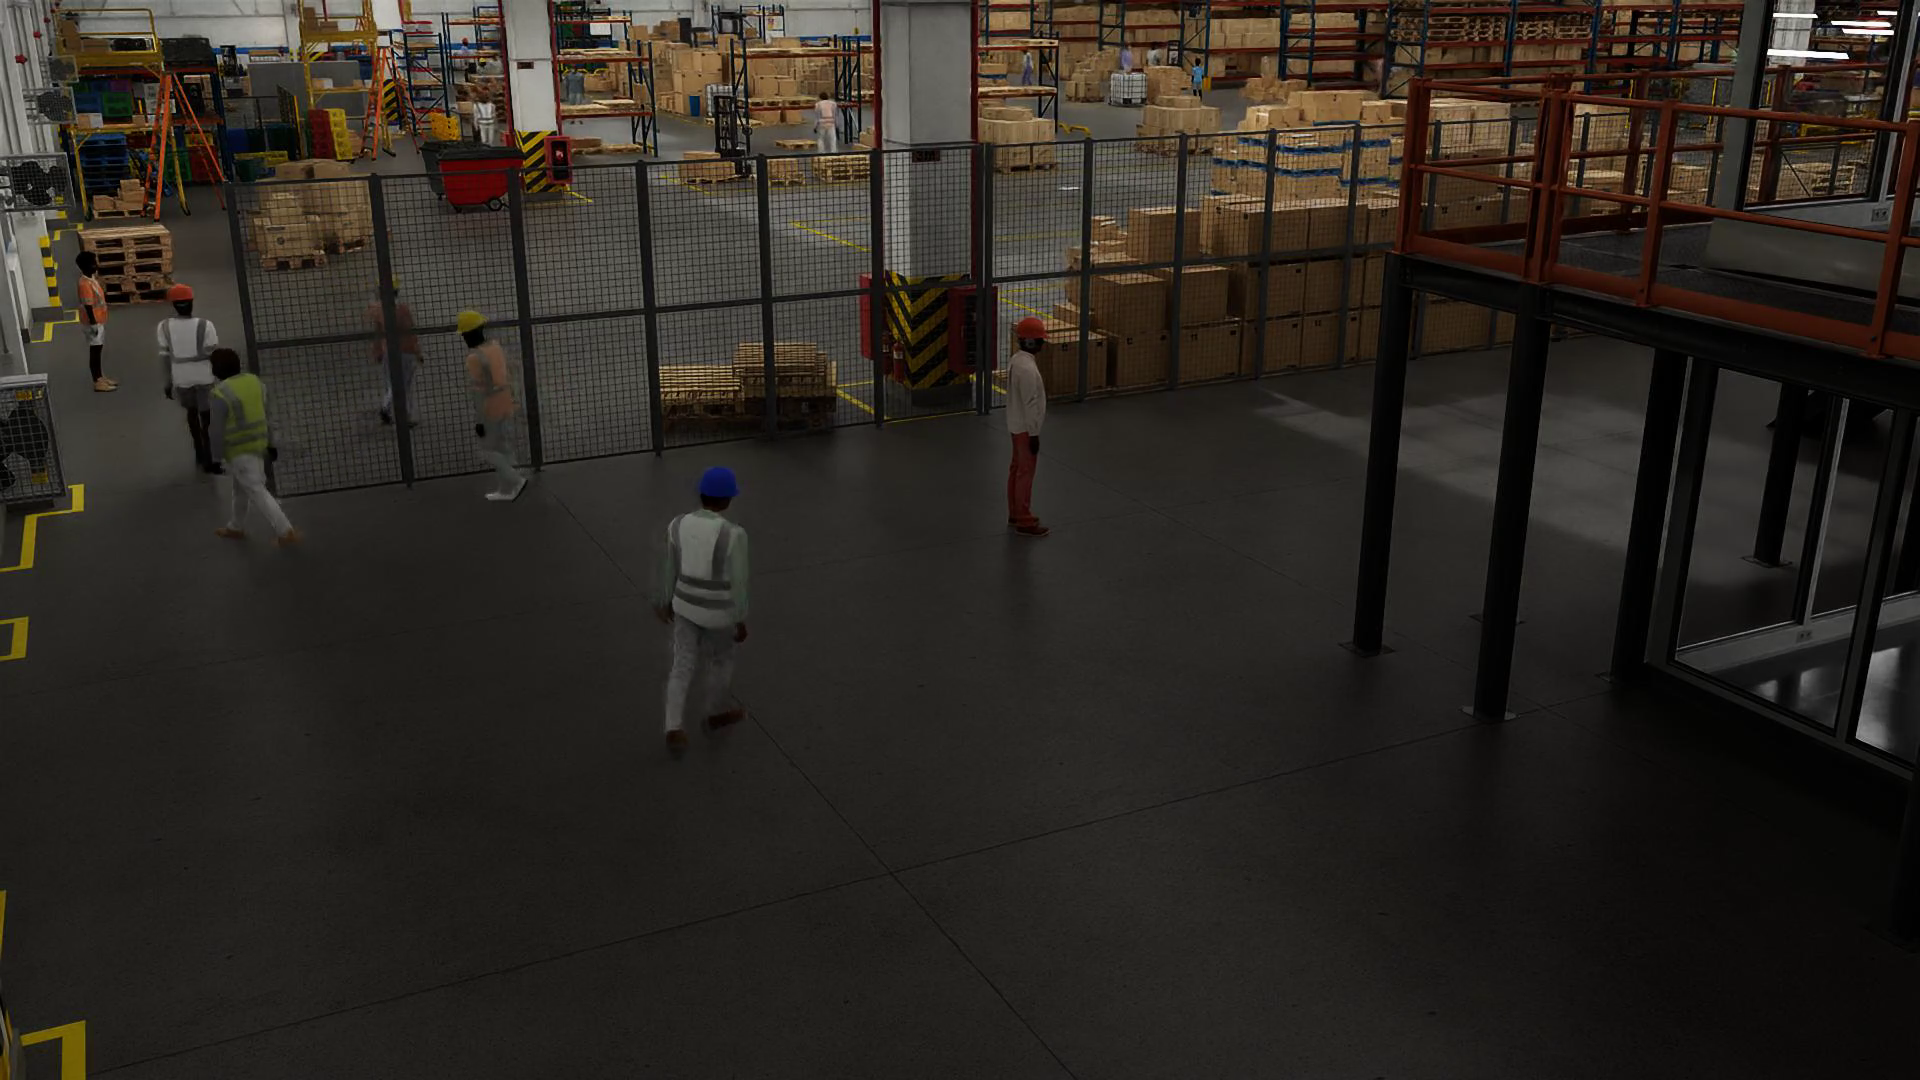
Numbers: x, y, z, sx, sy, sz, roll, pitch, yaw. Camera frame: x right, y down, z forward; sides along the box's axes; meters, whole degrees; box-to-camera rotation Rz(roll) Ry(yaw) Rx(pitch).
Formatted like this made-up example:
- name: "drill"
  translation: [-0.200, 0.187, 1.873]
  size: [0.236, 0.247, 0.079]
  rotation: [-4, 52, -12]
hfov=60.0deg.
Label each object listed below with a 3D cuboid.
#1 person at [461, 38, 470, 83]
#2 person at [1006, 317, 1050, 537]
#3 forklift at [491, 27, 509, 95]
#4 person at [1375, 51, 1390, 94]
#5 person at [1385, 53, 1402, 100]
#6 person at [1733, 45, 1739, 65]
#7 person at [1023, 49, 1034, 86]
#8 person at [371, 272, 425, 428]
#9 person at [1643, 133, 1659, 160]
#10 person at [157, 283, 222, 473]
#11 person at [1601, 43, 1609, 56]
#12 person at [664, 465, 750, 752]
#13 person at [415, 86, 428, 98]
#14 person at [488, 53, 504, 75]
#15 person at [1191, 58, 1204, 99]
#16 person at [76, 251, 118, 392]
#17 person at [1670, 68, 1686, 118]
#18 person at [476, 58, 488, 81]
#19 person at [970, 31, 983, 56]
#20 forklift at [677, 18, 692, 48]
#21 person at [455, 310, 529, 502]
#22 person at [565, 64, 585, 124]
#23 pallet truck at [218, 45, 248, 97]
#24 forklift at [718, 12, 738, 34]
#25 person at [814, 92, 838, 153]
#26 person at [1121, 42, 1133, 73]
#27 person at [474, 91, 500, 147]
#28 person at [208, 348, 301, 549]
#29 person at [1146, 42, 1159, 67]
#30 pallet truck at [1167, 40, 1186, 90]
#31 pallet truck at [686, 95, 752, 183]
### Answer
- name: "person"
  translation: [-21.813, -21.196, 73.538]
  size: [0.358, 1.938, 0.548]
  rotation: [-2, 19, -4]
- name: "person"
  translation: [0.608, -1.022, 14.971]
  size: [0.386, 1.992, 0.622]
  rotation: [-4, 19, -11]
- name: "forklift"
  translation: [-16.444, -17.495, 61.385]
  size: [1.873, 2.768, 1.129]
  rotation: [-13, 23, -33]
- name: "person"
  translation: [16.014, -17.488, 62.876]
  size: [0.612, 1.888, 0.655]
  rotation: [-7, 20, -19]
- name: "person"
  translation: [16.097, -17.102, 61.742]
  size: [0.976, 1.882, 0.569]
  rotation: [-13, 23, -34]
- name: "person"
  translation: [33.852, -20.698, 72.265]
  size: [0.545, 1.814, 0.602]
  rotation: [-9, 21, -25]
- name: "person"
  translation: [2.746, -19.389, 68.406]
  size: [0.586, 1.878, 0.640]
  rotation: [1, 19, 2]
- name: "person"
  translation: [-6.214, -2.082, 18.410]
  size: [0.530, 1.755, 0.401]
  rotation: [7, 20, 20]
- name: "person"
  translation: [13.036, -6.614, 31.189]
  size: [0.603, 2.009, 0.662]
  rotation: [-11, 22, -28]
- name: "person"
  translation: [-7.765, -1.654, 16.919]
  size: [0.580, 1.912, 0.572]
  rotation: [-3, 19, -10]
- name: "person"
  translation: [29.604, -22.024, 76.446]
  size: [0.510, 1.603, 0.785]
  rotation: [-11, 22, -29]
- name: "person"
  translation: [-1.709, 0.459, 10.840]
  size: [0.704, 1.898, 0.794]
  rotation: [12, 23, 32]
- name: "person"
  translation: [-19.204, -16.186, 59.232]
  size: [1.052, 1.782, 0.520]
  rotation: [3, 19, 8]
- name: "person"
  translation: [-17.096, -17.110, 61.751]
  size: [0.896, 1.895, 0.644]
  rotation: [9, 21, 25]
- name: "person"
  translation: [8.800, -16.996, 61.723]
  size: [0.531, 1.697, 0.320]
  rotation: [-9, 21, -25]
- name: "person"
  translation: [-10.472, -2.647, 20.127]
  size: [0.317, 1.697, 0.540]
  rotation: [-7, 20, -20]
- name: "person"
  translation: [24.379, -15.253, 56.733]
  size: [0.851, 1.660, 0.539]
  rotation: [6, 20, 17]
- name: "person"
  translation: [-17.553, -16.869, 61.286]
  size: [0.298, 1.745, 0.484]
  rotation: [15, 24, 37]
- name: "person"
  translation: [0.806, -23.783, 81.005]
  size: [0.703, 1.952, 0.608]
  rotation: [-5, 20, -15]
- name: "forklift"
  translation: [-11.853, -21.129, 71.919]
  size: [1.873, 2.768, 1.129]
  rotation: [2, 19, 5]
- name: "person"
  translation: [-4.425, -1.243, 15.761]
  size: [0.567, 1.896, 0.660]
  rotation: [5, 20, 13]
- name: "person"
  translation: [-12.555, -14.561, 54.310]
  size: [0.627, 1.934, 0.370]
  rotation: [-3, 19, -7]
- name: "pallet truck"
  translation: [-28.879, -18.665, 66.111]
  size: [0.823, 1.965, 1.885]
  rotation: [-3, 19, -9]
- name: "forklift"
  translation: [-11.297, -24.384, 81.356]
  size: [1.129, 2.768, 1.873]
  rotation: [-11, 22, -29]
- name: "person"
  translation: [-3.559, -10.931, 44.016]
  size: [0.670, 1.825, 0.668]
  rotation: [-7, 20, -19]
- name: "person"
  translation: [6.951, -19.871, 69.734]
  size: [0.520, 1.921, 0.630]
  rotation: [15, 24, 38]
- name: "person"
  translation: [-12.295, -10.737, 43.344]
  size: [0.581, 1.860, 0.781]
  rotation: [-11, 22, -30]
- name: "person"
  translation: [-6.285, -0.807, 14.665]
  size: [0.968, 1.798, 0.630]
  rotation: [5, 20, 14]
- name: "person"
  translation: [8.197, -20.227, 70.765]
  size: [0.609, 1.926, 1.007]
  rotation: [9, 21, 24]
- name: "pallet truck"
  translation: [9.045, -19.971, 69.895]
  size: [0.823, 1.965, 1.885]
  rotation: [-3, 19, -8]
- name: "pallet truck"
  translation: [-5.836, -9.608, 39.856]
  size: [0.823, 1.965, 1.885]
  rotation: [10, 22, 27]
